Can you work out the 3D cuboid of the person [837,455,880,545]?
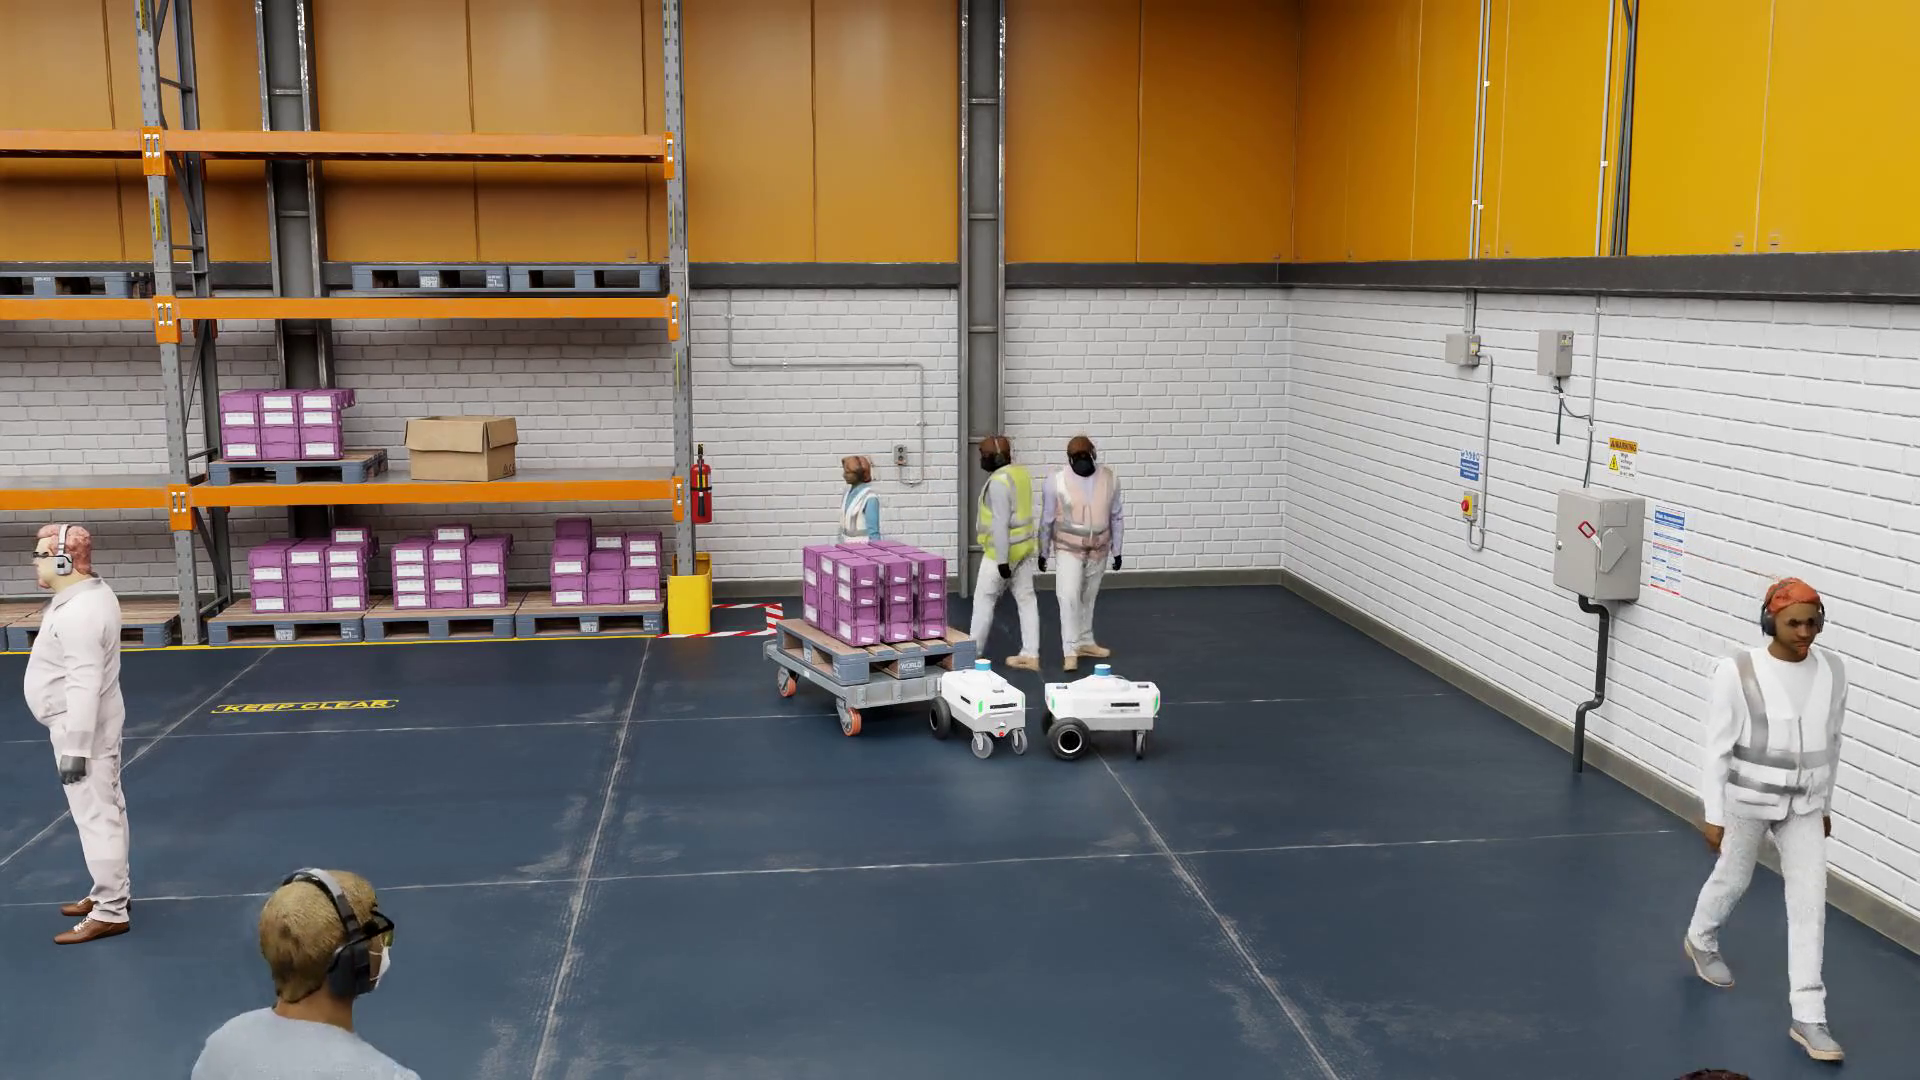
[{"bbox_3d":[-0.808,0.141,13.055,0.372,1.626,0.522,-4,10,-24],"label":"person"}]

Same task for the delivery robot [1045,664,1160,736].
[{"bbox_3d":[0.901,1.030,10.524,0.707,0.478,0.477,0,9,-3],"label":"delivery robot"}]

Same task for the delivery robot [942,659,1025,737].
[{"bbox_3d":[0.146,1.009,10.653,0.477,0.478,0.707,-3,10,-21],"label":"delivery robot"}]

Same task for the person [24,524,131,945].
[{"bbox_3d":[-4.025,0.872,7.595,0.407,1.910,0.640,-4,10,-21],"label":"person"}]

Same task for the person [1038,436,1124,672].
[{"bbox_3d":[0.945,0.095,12.823,0.657,1.807,0.678,-3,9,-16],"label":"person"}]

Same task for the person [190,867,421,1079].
[{"bbox_3d":[-1.254,1.575,3.160,0.633,1.924,0.714,7,11,37],"label":"person"}]

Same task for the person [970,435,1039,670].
[{"bbox_3d":[0.256,0.093,12.769,0.832,1.803,0.649,5,10,28],"label":"person"}]

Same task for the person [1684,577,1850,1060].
[{"bbox_3d":[3.262,1.043,6.743,0.594,1.846,0.976,0,9,-3],"label":"person"}]

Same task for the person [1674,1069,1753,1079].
[{"bbox_3d":[1.114,1.717,2.357,0.603,1.905,0.547,-1,9,-6],"label":"person"}]
